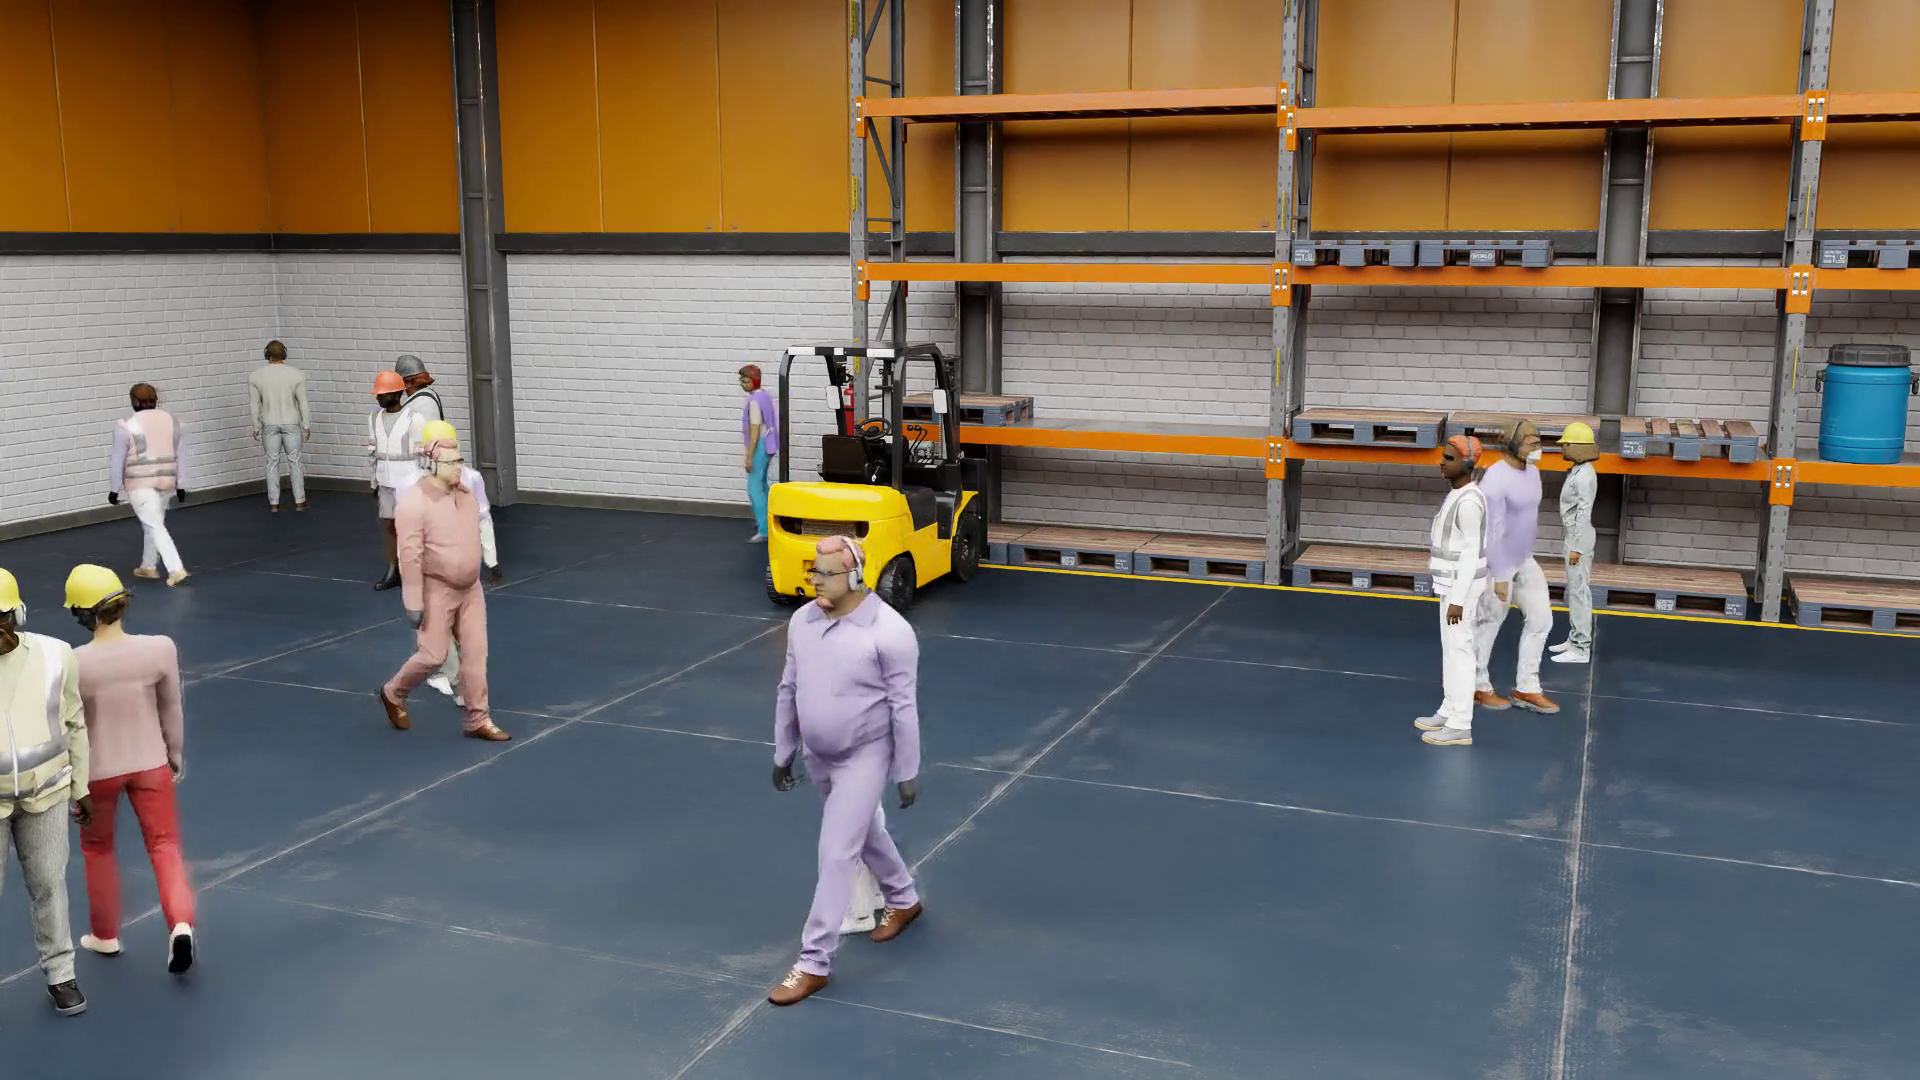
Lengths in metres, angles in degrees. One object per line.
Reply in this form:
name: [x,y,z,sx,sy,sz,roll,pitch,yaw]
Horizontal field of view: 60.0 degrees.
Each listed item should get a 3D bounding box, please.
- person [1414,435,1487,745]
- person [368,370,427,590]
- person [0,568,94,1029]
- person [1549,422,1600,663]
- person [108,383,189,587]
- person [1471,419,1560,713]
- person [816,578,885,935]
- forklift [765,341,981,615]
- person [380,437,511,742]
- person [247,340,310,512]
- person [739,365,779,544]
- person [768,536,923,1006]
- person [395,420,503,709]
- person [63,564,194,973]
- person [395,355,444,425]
person: [3.000,0.300,10.085,0.354,1.884,0.576,2,10,9]
person: [-4.888,-0.506,14.431,0.551,1.933,0.365,3,10,14]
person: [-3.664,0.985,6.410,0.598,1.830,0.403,-8,13,-38]
person: [4.448,0.017,12.052,0.324,1.742,0.492,3,11,18]
person: [-7.167,-0.490,14.750,0.940,1.805,0.635,6,12,30]
person: [3.581,0.189,10.614,0.648,1.909,0.750,-9,13,-41]
person: [-0.482,0.920,7.321,0.313,1.636,0.517,2,10,12]
forklift: [-0.739,-0.602,14.246,1.214,2.155,2.313,4,11,21]
person: [-3.175,0.299,10.114,0.794,1.883,0.649,5,11,26]
person: [-7.645,-1.280,18.729,0.636,1.938,0.358,-3,11,-15]
person: [-2.014,-0.886,16.910,0.389,1.811,0.793,0,10,1]
person: [-0.474,0.885,6.933,0.653,1.861,1.006,8,13,39]
person: [-3.327,0.157,10.906,0.591,1.878,0.946,-10,14,-44]
person: [-3.460,0.949,6.892,0.531,1.739,0.754,-8,13,-39]
person: [-4.928,-0.669,15.046,0.535,2.000,0.674,-2,10,-10]
